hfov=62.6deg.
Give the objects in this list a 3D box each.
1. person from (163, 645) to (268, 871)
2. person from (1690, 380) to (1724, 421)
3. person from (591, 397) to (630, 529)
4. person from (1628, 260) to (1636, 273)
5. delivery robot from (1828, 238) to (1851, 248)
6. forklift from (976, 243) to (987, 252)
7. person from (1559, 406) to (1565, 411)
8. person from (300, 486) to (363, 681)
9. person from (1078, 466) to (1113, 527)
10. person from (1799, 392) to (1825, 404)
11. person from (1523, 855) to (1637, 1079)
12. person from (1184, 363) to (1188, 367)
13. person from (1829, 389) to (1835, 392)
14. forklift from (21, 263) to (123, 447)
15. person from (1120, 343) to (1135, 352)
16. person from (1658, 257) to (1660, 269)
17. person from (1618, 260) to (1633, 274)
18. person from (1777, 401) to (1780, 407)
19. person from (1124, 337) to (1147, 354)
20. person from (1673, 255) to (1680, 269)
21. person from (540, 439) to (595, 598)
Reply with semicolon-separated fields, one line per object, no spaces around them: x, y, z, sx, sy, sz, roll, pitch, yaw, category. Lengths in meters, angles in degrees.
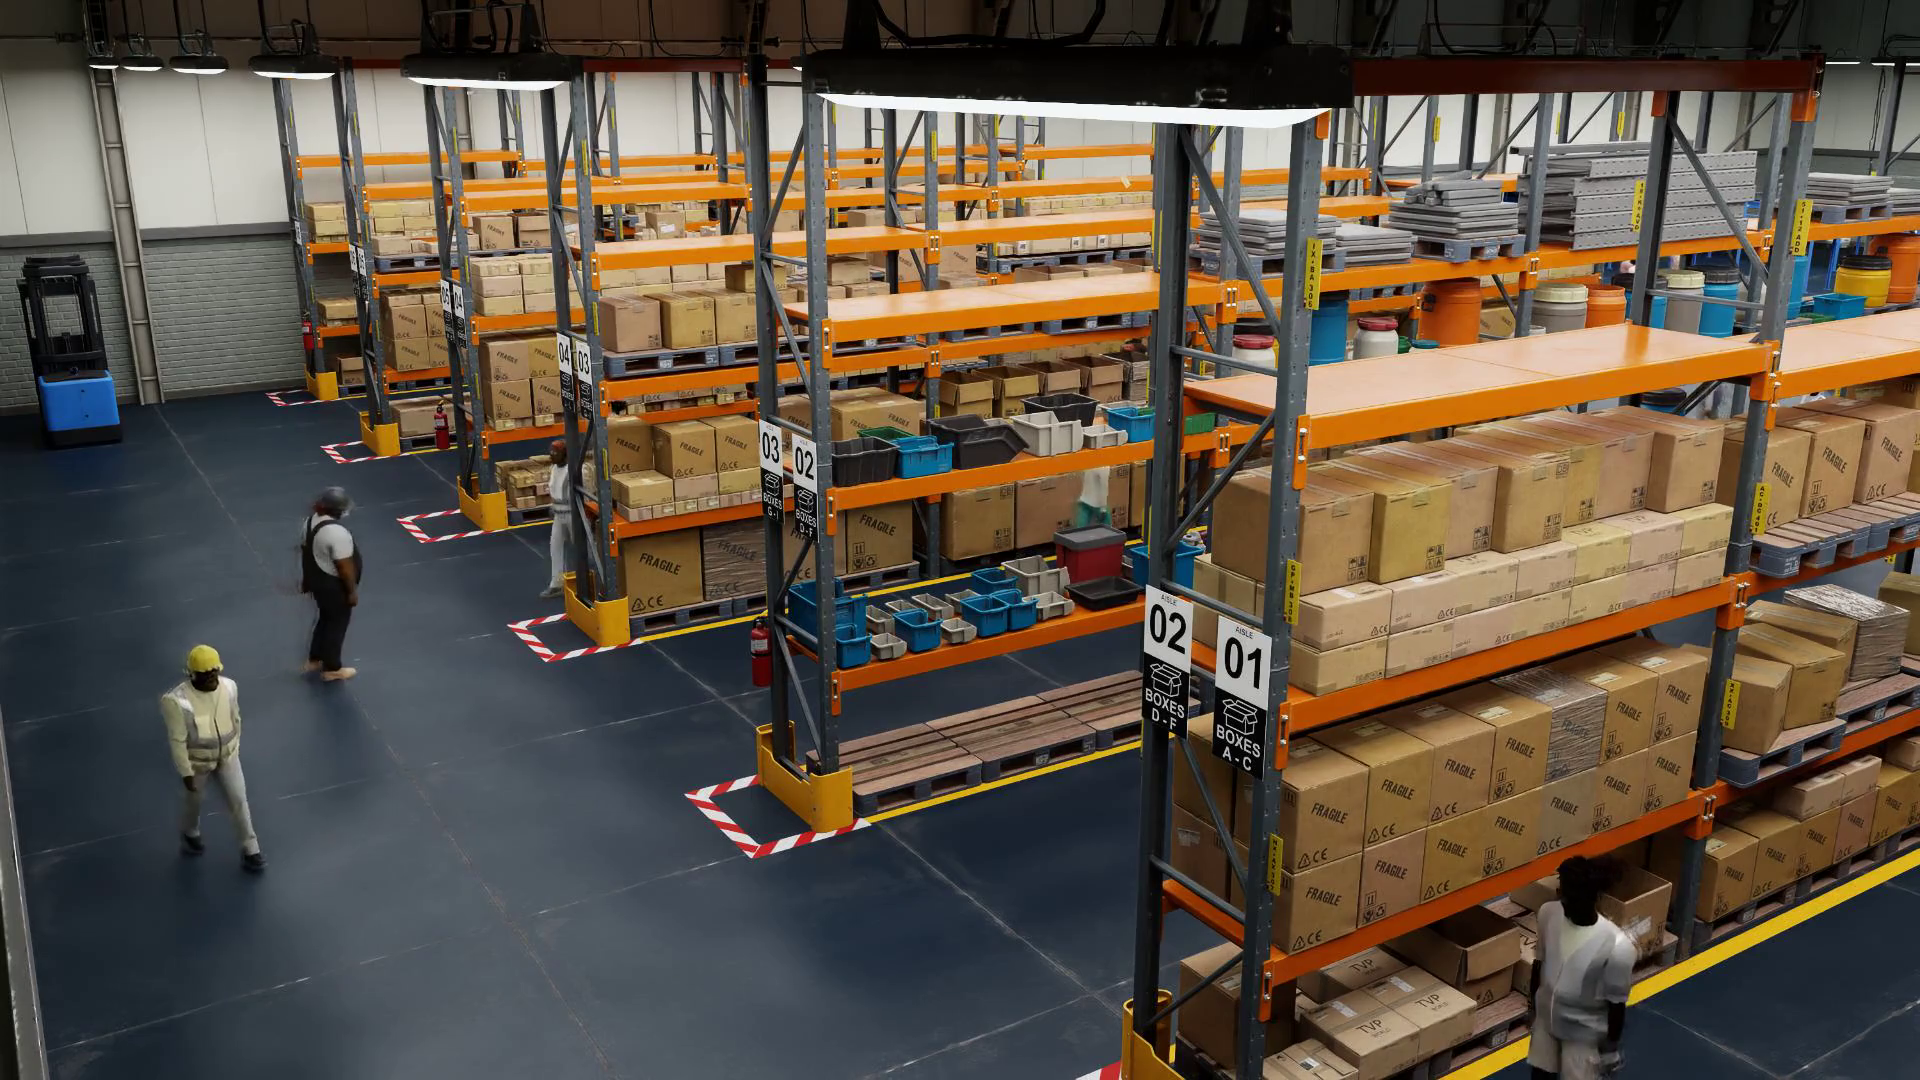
-5.761;1.628;12.065;0.921;1.786;0.587;14;22;37;person
11.574;-2.151;24.460;0.973;1.782;0.587;15;22;40;person
-4.453;-1.082;20.762;0.987;1.883;0.593;-7;18;-23;person
14.985;-5.503;35.203;0.550;1.925;0.419;-13;21;-36;person
28.657;-9.773;51.423;0.477;0.478;0.707;-3;17;-9;delivery robot
0.988;-5.474;34.718;1.214;2.155;2.313;-10;20;-31;forklift
10.167;-2.922;26.826;0.312;1.869;0.536;-15;23;-41;person
-6.203;0.408;15.691;0.555;2.000;0.709;-16;23;-42;person
1.697;-0.455;18.966;0.830;1.731;0.566;-10;20;-31;person
12.154;-1.550;22.621;0.318;1.696;0.537;-2;17;-6;person
3.372;2.595;8.605;0.612;1.944;0.624;-9;19;-28;person
3.226;-2.021;23.742;0.386;1.948;0.605;9;19;26;person
16.450;-3.694;29.411;0.379;1.844;0.570;-3;17;-10;person
-14.518;-3.079;25.708;1.129;2.768;1.873;-10;20;-31;forklift
2.695;-2.126;24.255;0.936;1.853;0.580;-11;20;-32;person
16.730;-6.423;38.343;0.536;1.847;0.546;-11;20;-31;person
15.547;-5.865;36.455;0.689;1.881;0.554;2;17;6;person
14.655;-3.217;28.223;0.522;1.619;0.650;1;17;2;person
2.843;-2.551;25.395;0.373;1.997;0.615;-10;20;-30;person
17.971;-6.644;39.496;0.517;1.595;0.860;-5;18;-16;person
-4.451;-0.283;18.224;0.881;1.856;0.585;-16;23;-42;person
